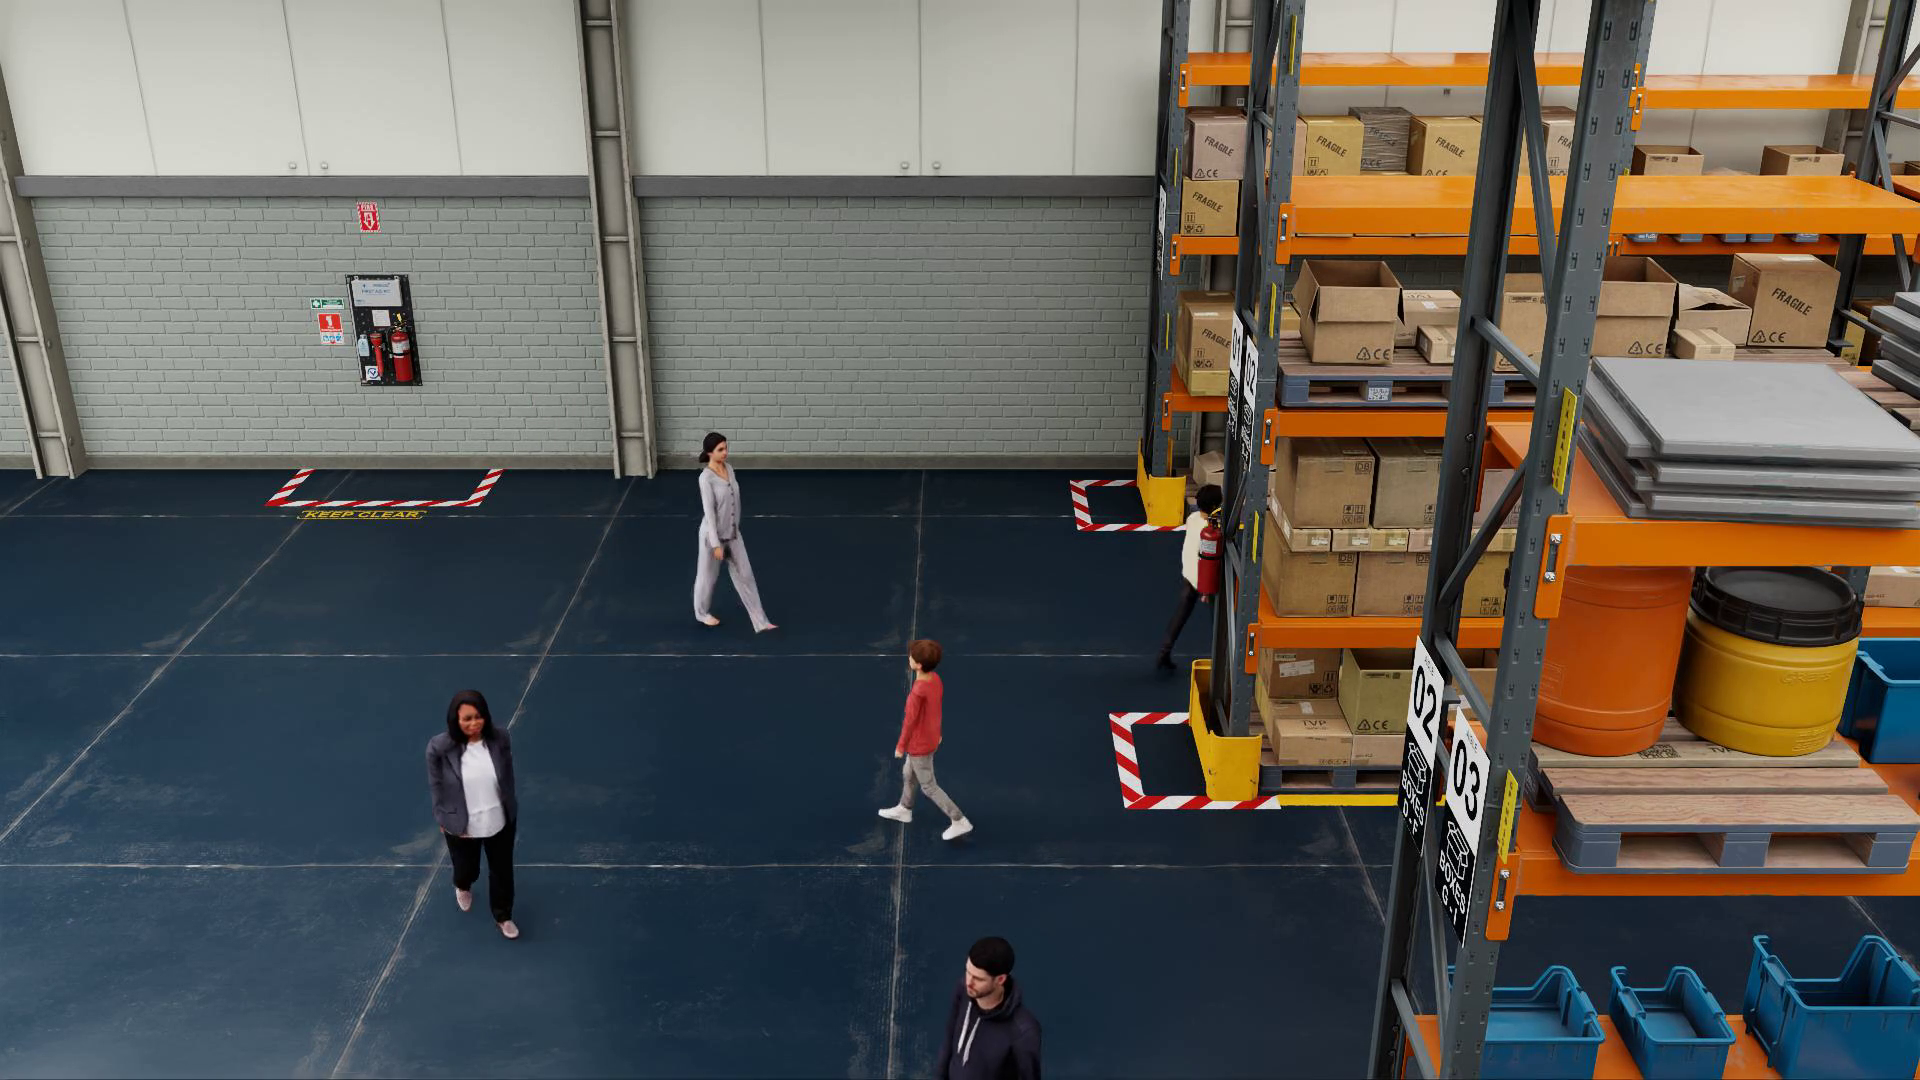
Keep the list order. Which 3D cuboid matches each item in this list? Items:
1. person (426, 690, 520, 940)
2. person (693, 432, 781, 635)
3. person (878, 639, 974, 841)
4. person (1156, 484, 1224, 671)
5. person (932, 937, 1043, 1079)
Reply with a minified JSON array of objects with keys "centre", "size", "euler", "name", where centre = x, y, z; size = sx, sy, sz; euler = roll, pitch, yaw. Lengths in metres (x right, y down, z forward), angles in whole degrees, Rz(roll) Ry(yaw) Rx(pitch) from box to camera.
[{"centre":[-2.893,1.614,9.922],"size":[0.898,1.586,0.935],"euler":[-14,27,-29],"name":"person"},{"centre":[-2.046,-0.036,13.625],"size":[1.175,1.725,0.983],"euler":[13,26,28],"name":"person"},{"centre":[-0.183,1.321,10.847],"size":[0.977,1.401,0.696],"euler":[7,24,15],"name":"person"},{"centre":[1.811,0.336,12.975],"size":[1.067,1.549,0.892],"euler":[-12,26,-26],"name":"person"},{"centre":[0.218,2.518,7.465],"size":[1.296,1.846,1.057],"euler":[-12,26,-26],"name":"person"}]
